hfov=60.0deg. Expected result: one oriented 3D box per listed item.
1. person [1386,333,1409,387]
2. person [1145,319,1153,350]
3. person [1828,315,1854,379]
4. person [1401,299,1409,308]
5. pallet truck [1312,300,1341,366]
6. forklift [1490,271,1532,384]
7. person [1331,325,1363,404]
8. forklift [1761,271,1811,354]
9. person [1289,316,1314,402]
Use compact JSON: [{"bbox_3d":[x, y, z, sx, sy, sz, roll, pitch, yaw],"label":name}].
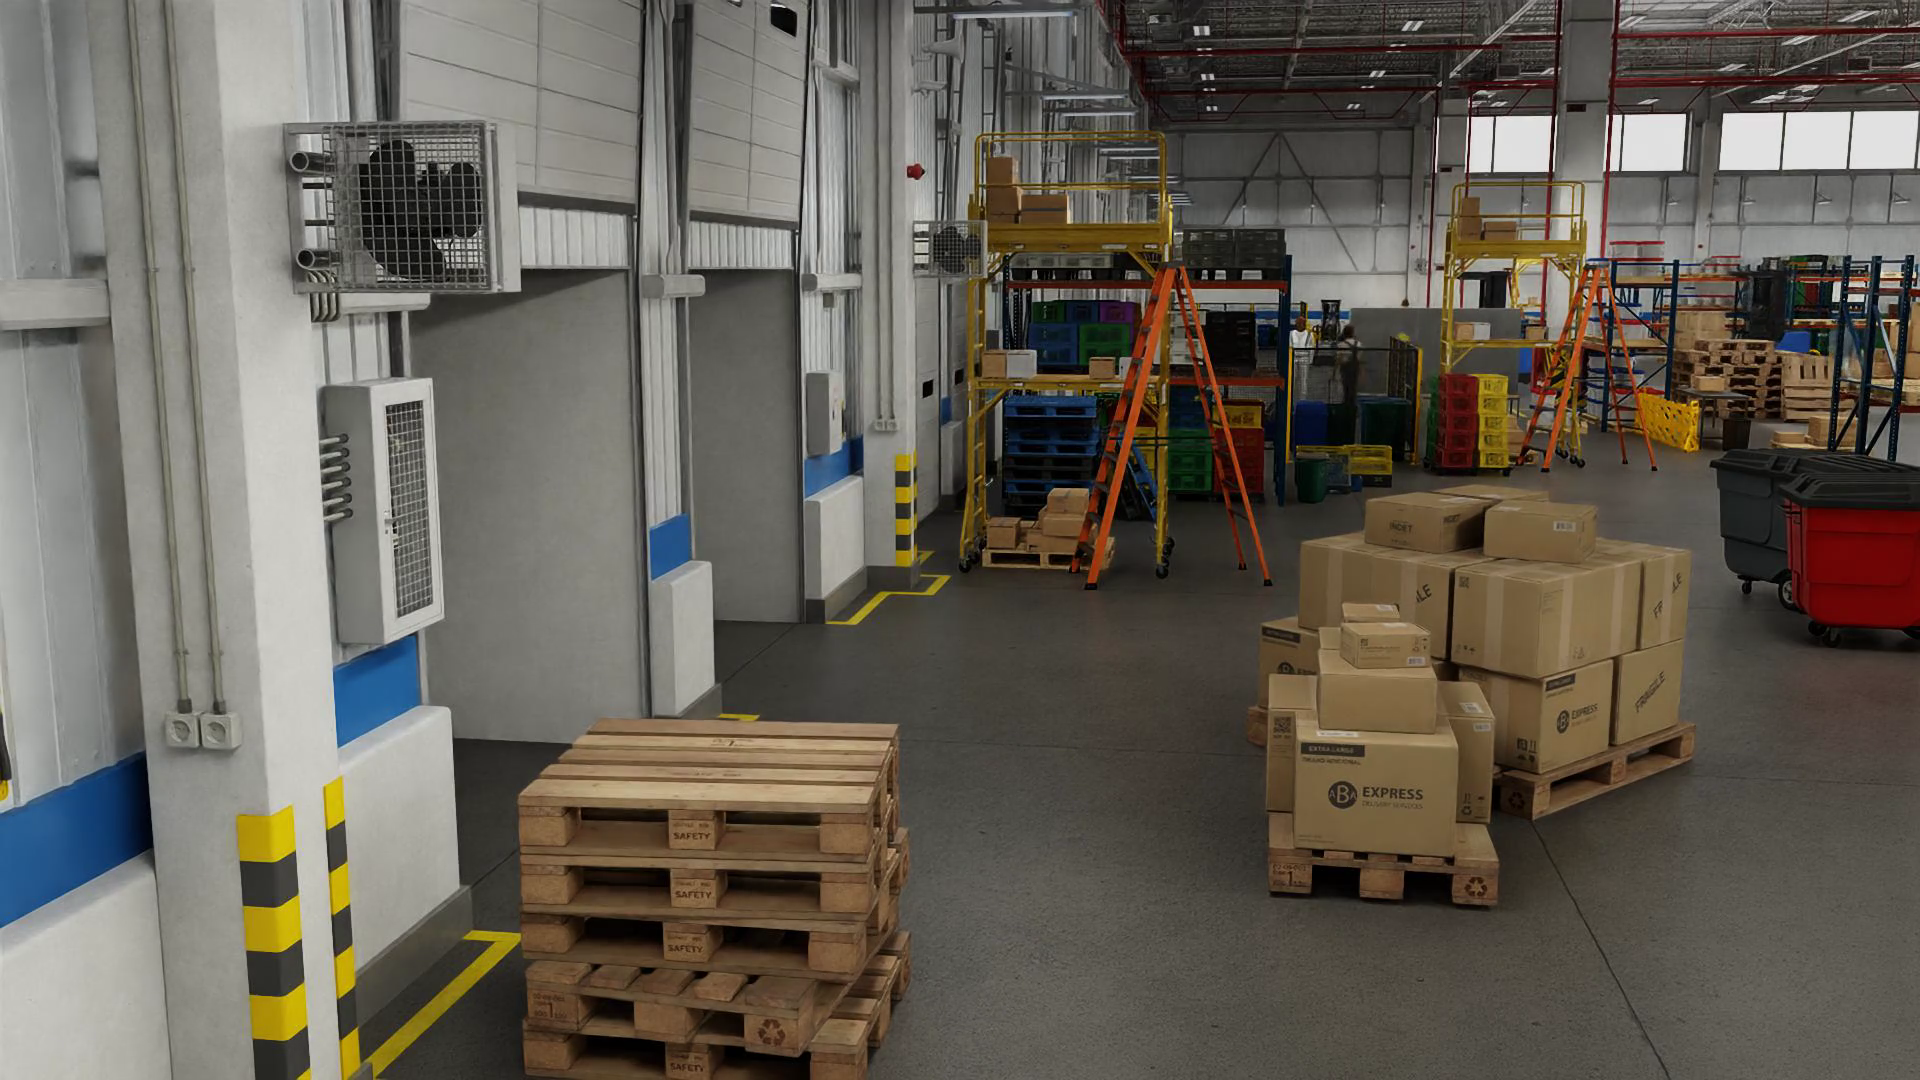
[{"bbox_3d":[8.110,-2.952,30.631,0.503,1.689,0.938,-5,11,-31],"label":"person"},{"bbox_3d":[5.099,-5.213,44.767,0.514,1.627,0.364,0,9,0],"label":"person"},{"bbox_3d":[19.261,-3.980,36.330,0.641,1.908,0.936,-1,9,-8],"label":"person"},{"bbox_3d":[14.296,-6.774,53.463,0.627,1.934,0.375,2,9,11],"label":"person"},{"bbox_3d":[11.159,-6.200,49.718,0.823,1.965,1.885,4,10,26],"label":"pallet truck"},{"bbox_3d":[13.422,-5.322,41.591,1.873,2.768,1.129,1,9,9],"label":"forklift"},{"bbox_3d":[7.262,-3.148,31.461,0.545,1.810,0.879,-4,10,-22],"label":"person"},{"bbox_3d":[23.501,-6.372,48.065,1.873,2.768,1.129,0,9,-2],"label":"forklift"},{"bbox_3d":[7.153,-3.769,35.079,0.573,1.883,0.357,3,10,16],"label":"person"}]
